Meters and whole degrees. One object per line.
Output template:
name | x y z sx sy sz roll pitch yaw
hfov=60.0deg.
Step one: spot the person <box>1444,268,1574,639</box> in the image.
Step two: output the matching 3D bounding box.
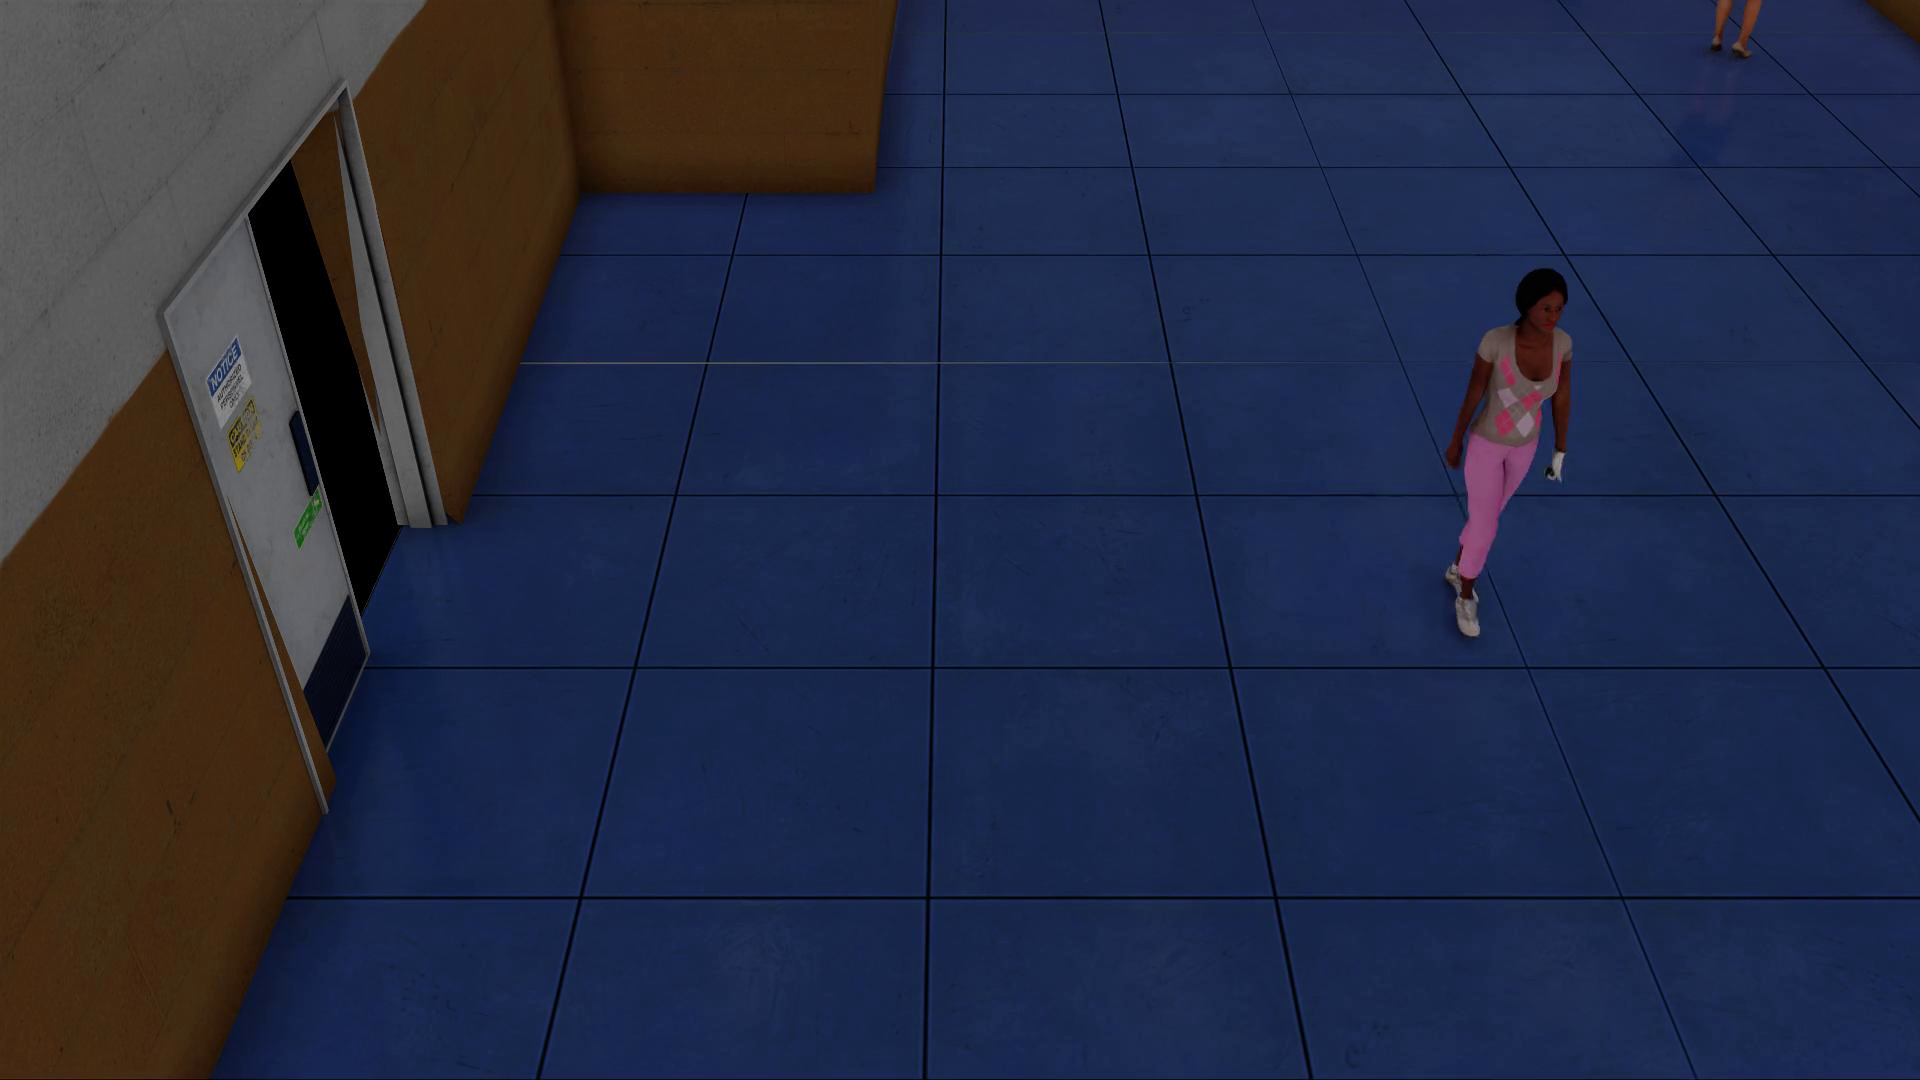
person | 2.361 -0.449 7.371 0.731 1.726 0.749 -6 37 -8
